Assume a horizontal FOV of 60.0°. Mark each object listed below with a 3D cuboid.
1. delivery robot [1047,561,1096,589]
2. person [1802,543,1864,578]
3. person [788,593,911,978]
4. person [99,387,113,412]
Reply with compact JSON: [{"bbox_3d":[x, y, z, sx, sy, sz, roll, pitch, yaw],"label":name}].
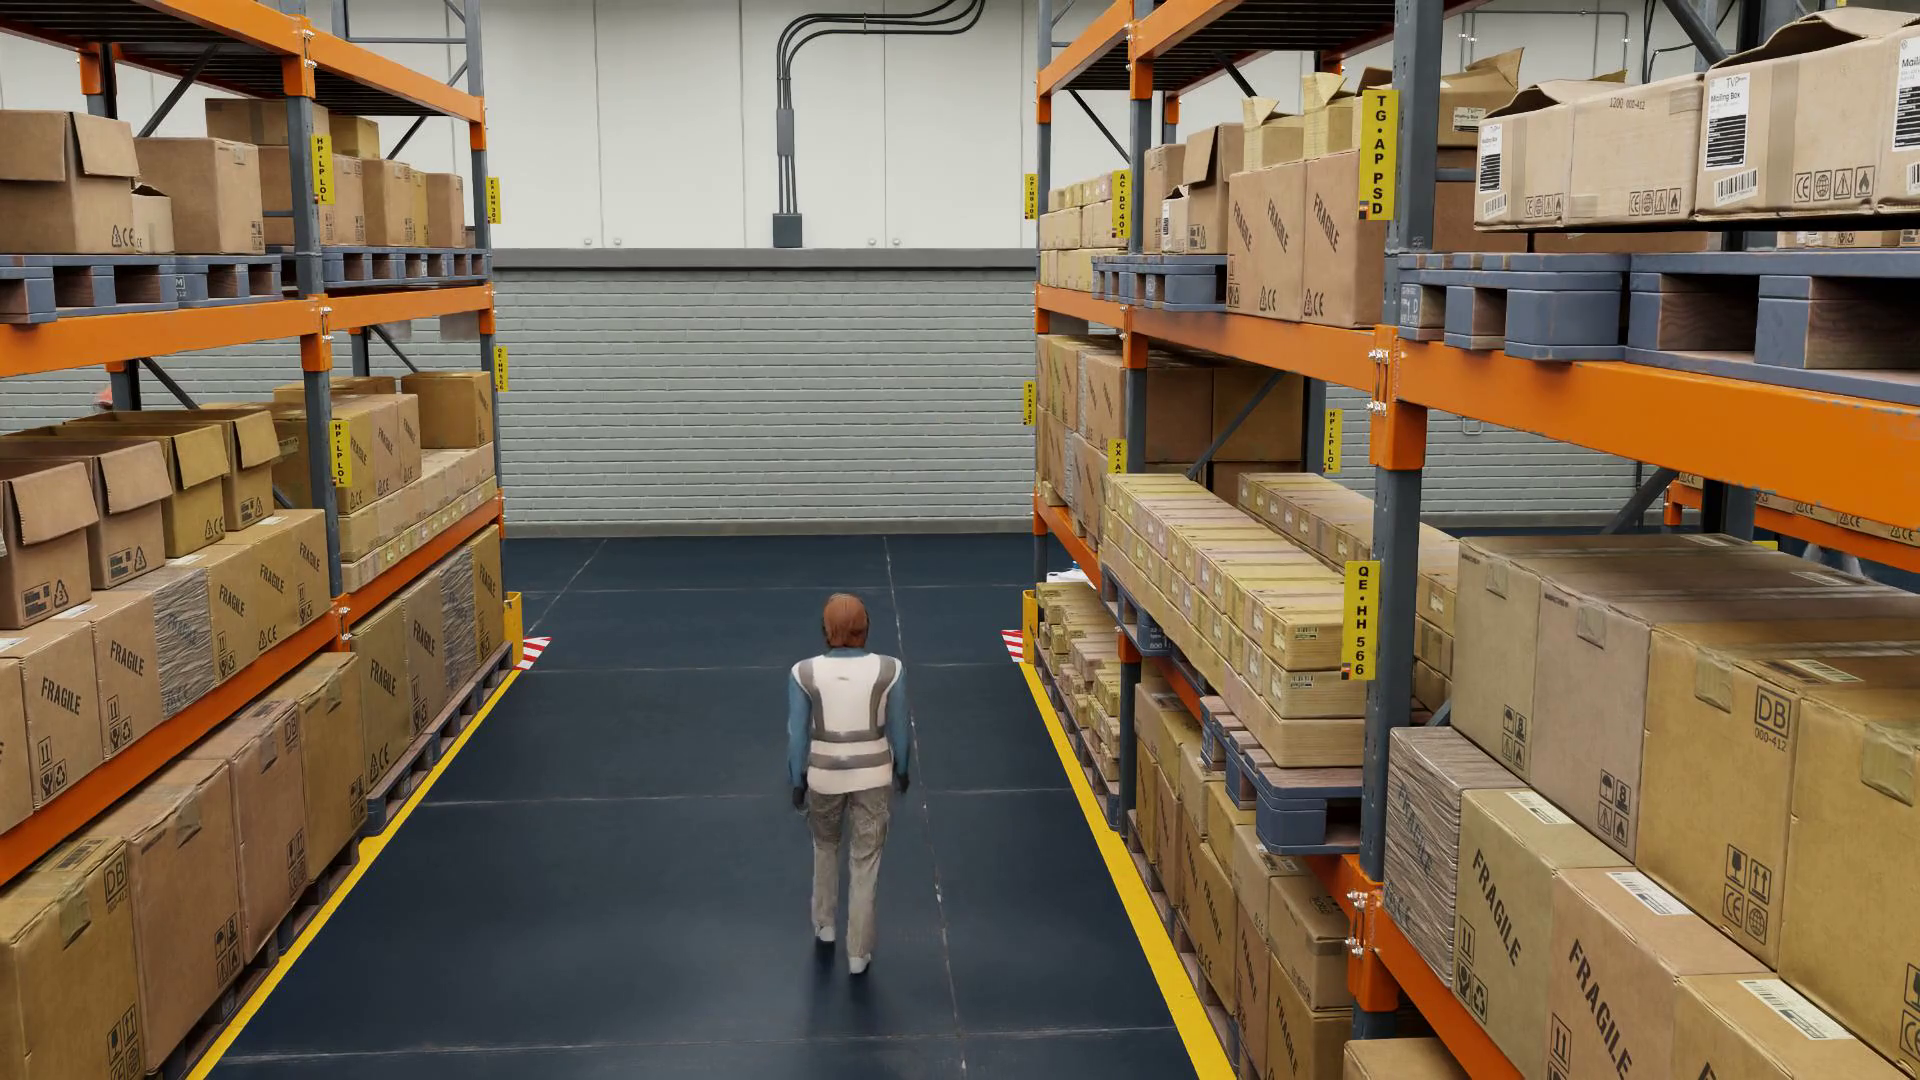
[{"bbox_3d":[0.976,0.413,13.603,0.707,0.478,0.477,7,12,37],"label":"delivery robot"},{"bbox_3d":[6.978,-0.121,13.359,0.554,1.800,1.003,-4,11,-24],"label":"person"},{"bbox_3d":[-0.468,1.025,7.175,0.517,1.615,0.638,0,10,1],"label":"person"},{"bbox_3d":[-6.943,-0.278,13.782,0.646,1.988,0.393,0,10,1],"label":"person"}]
